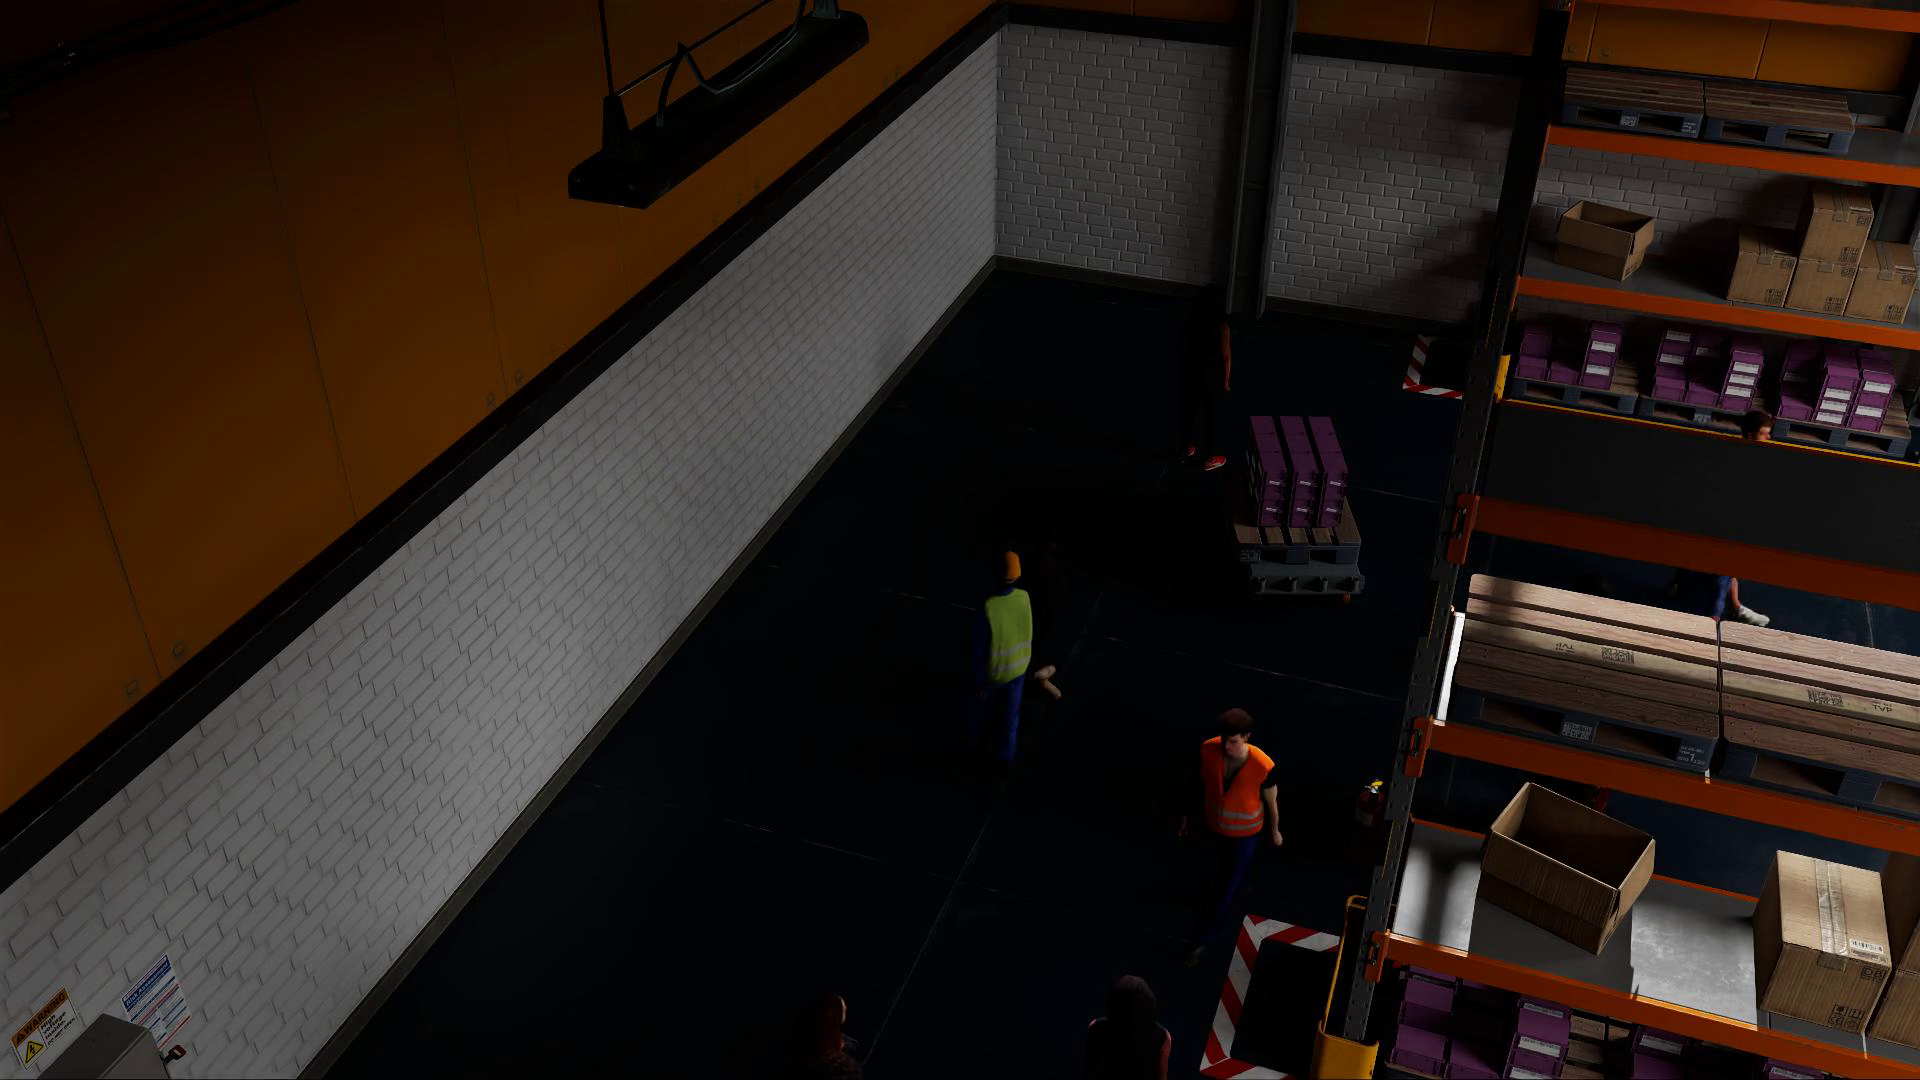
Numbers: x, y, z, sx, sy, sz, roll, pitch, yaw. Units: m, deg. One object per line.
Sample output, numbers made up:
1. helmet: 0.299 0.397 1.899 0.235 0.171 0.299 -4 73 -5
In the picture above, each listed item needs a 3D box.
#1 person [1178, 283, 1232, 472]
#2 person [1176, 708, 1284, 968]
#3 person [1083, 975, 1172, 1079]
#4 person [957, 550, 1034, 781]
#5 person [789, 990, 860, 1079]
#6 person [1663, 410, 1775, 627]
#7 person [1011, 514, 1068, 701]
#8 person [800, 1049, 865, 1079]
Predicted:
1. person: 2.228 -1.496 15.190 0.646 1.815 0.788 22 39 29
2. person: 1.747 1.711 10.335 1.235 1.848 1.073 23 40 30
3. person: 0.833 2.976 8.562 1.147 1.706 0.864 3 34 4
4. person: 0.328 0.925 11.569 0.843 1.792 0.900 -19 38 -26
5. person: -0.776 2.984 8.754 0.872 1.480 0.899 -26 41 -33
6. person: 6.030 -0.243 13.290 1.147 1.831 0.834 21 39 28
7. person: 0.648 0.543 12.273 0.742 1.649 0.783 11 35 16
8. person: -0.594 3.162 8.216 0.787 1.779 0.681 -27 42 -35
